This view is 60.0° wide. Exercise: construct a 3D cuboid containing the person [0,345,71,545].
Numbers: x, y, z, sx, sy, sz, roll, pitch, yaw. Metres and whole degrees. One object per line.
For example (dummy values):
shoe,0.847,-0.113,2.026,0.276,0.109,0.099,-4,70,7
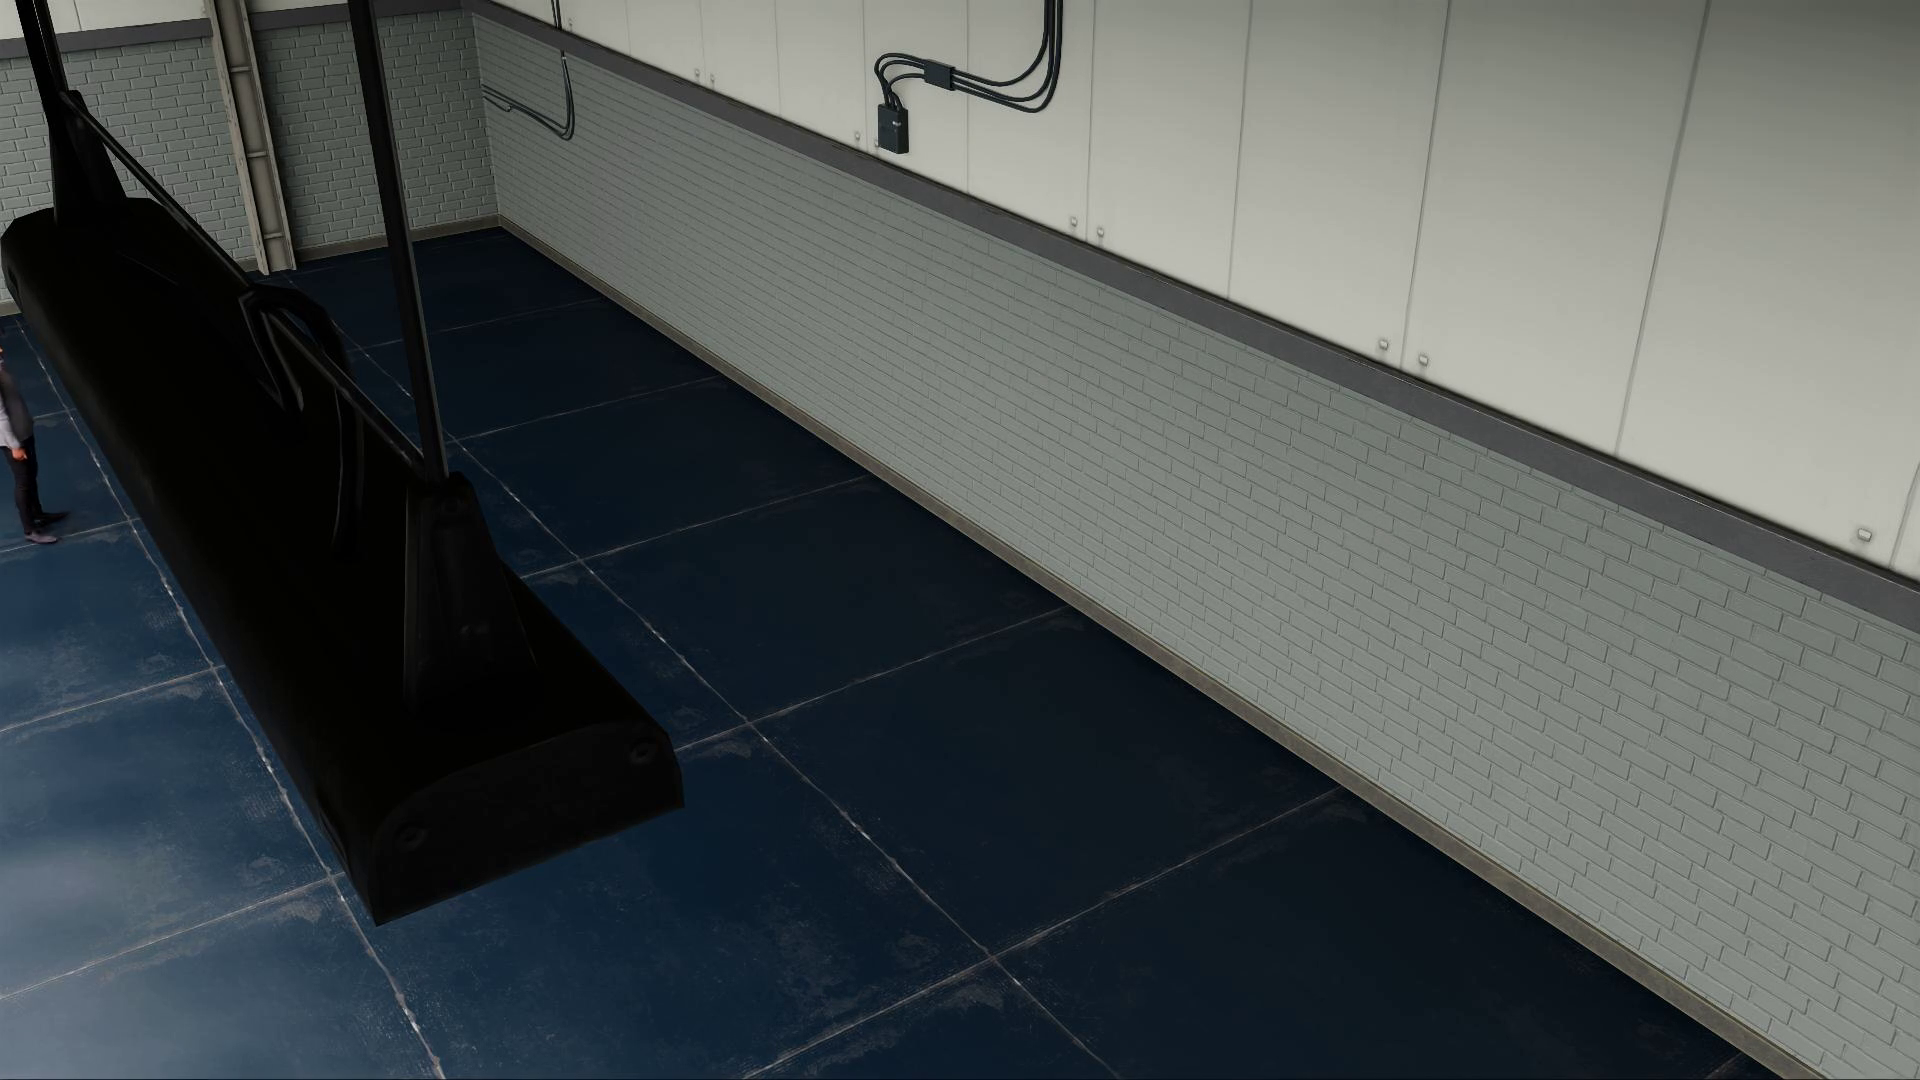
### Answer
person,-8.125,-0.940,14.263,0.726,1.917,0.847,-15,31,-26
